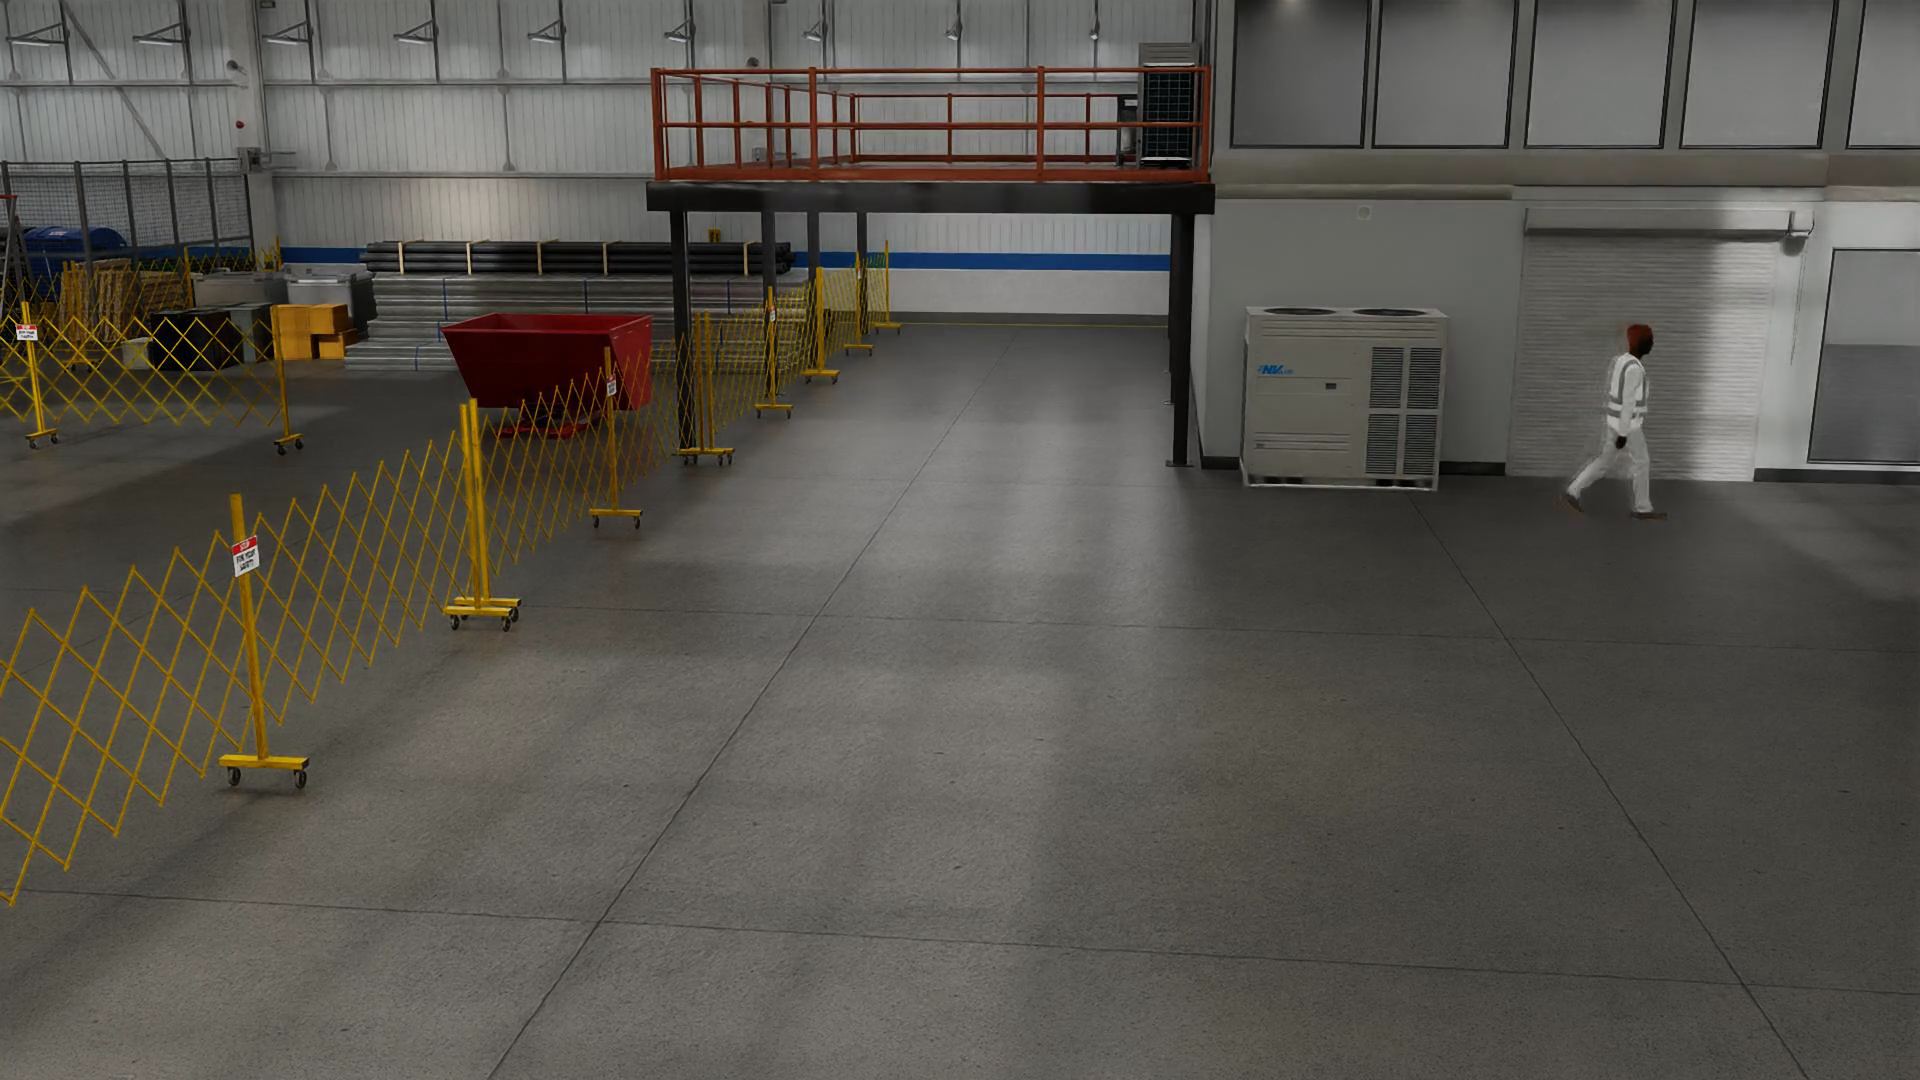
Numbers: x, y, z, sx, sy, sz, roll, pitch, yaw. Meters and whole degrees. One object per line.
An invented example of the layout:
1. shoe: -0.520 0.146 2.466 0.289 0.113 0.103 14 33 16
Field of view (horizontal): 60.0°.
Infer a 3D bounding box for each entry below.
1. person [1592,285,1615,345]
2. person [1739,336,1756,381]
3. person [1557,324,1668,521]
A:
1. person: 8.561 -2.776 22.254 0.557 1.857 0.398 -9 16 -32
2. person: 10.659 -2.593 22.058 0.863 1.588 0.498 -1 14 -6
3. person: 6.098 -1.084 15.394 0.941 1.853 0.591 2 14 7
